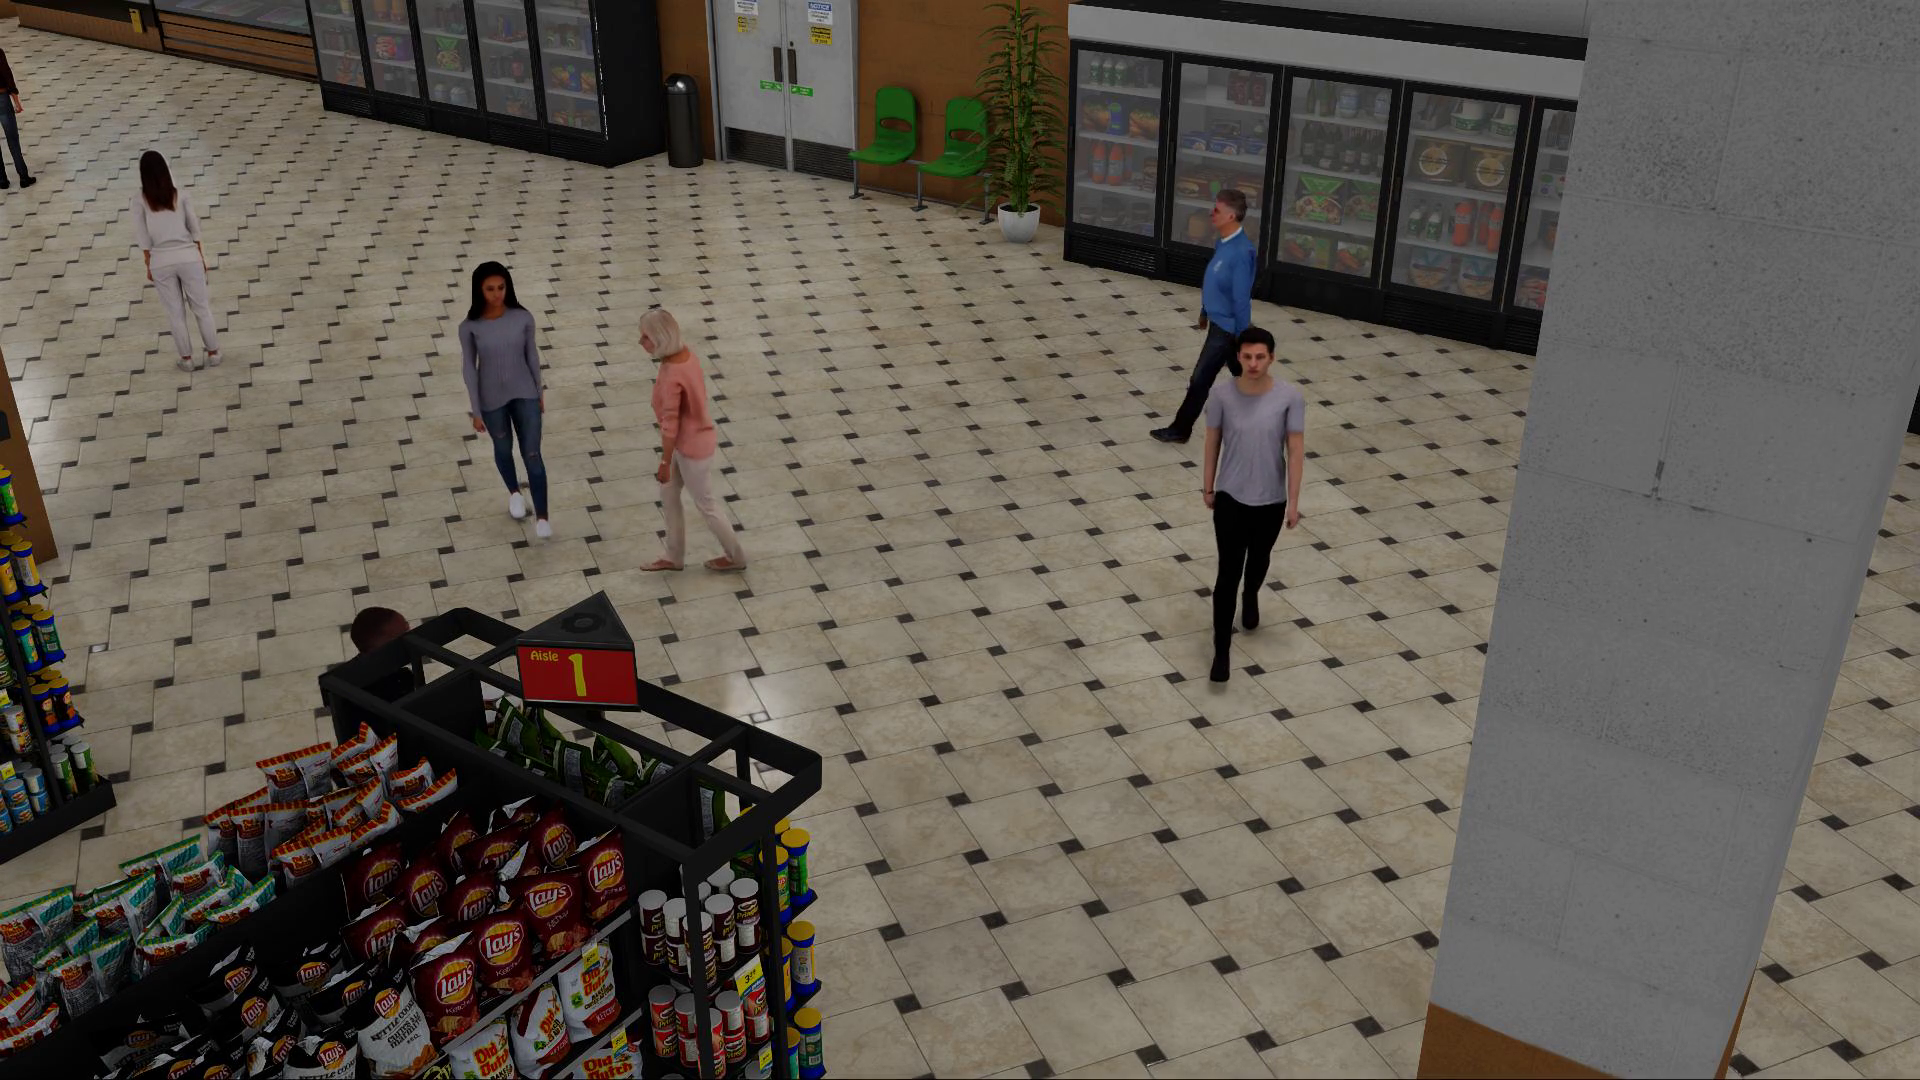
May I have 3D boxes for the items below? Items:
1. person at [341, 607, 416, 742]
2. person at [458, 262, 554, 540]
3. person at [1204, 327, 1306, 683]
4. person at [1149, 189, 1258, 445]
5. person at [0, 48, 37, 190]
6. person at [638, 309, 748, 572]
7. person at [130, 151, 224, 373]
[{"bbox_3d":[-2.161,1.072,6.240,1.273,1.781,1.077,-13,30,-24],"label":"person"},{"bbox_3d":[-2.787,-0.873,10.165,1.092,1.700,1.076,-8,28,-16],"label":"person"},{"bbox_3d":[1.554,-0.250,8.795,1.021,1.828,1.280,4,27,8],"label":"person"},{"bbox_3d":[1.902,-1.473,11.267,1.198,1.773,1.198,-2,27,-5],"label":"person"},{"bbox_3d":[-10.113,-4.585,17.396,0.692,1.779,0.760,-5,27,-10],"label":"person"},{"bbox_3d":[-1.480,-0.539,9.533,0.951,1.675,0.917,3,27,5],"label":"person"},{"bbox_3d":[-5.956,-2.114,12.628,0.614,1.686,0.735,-15,31,-27],"label":"person"}]
